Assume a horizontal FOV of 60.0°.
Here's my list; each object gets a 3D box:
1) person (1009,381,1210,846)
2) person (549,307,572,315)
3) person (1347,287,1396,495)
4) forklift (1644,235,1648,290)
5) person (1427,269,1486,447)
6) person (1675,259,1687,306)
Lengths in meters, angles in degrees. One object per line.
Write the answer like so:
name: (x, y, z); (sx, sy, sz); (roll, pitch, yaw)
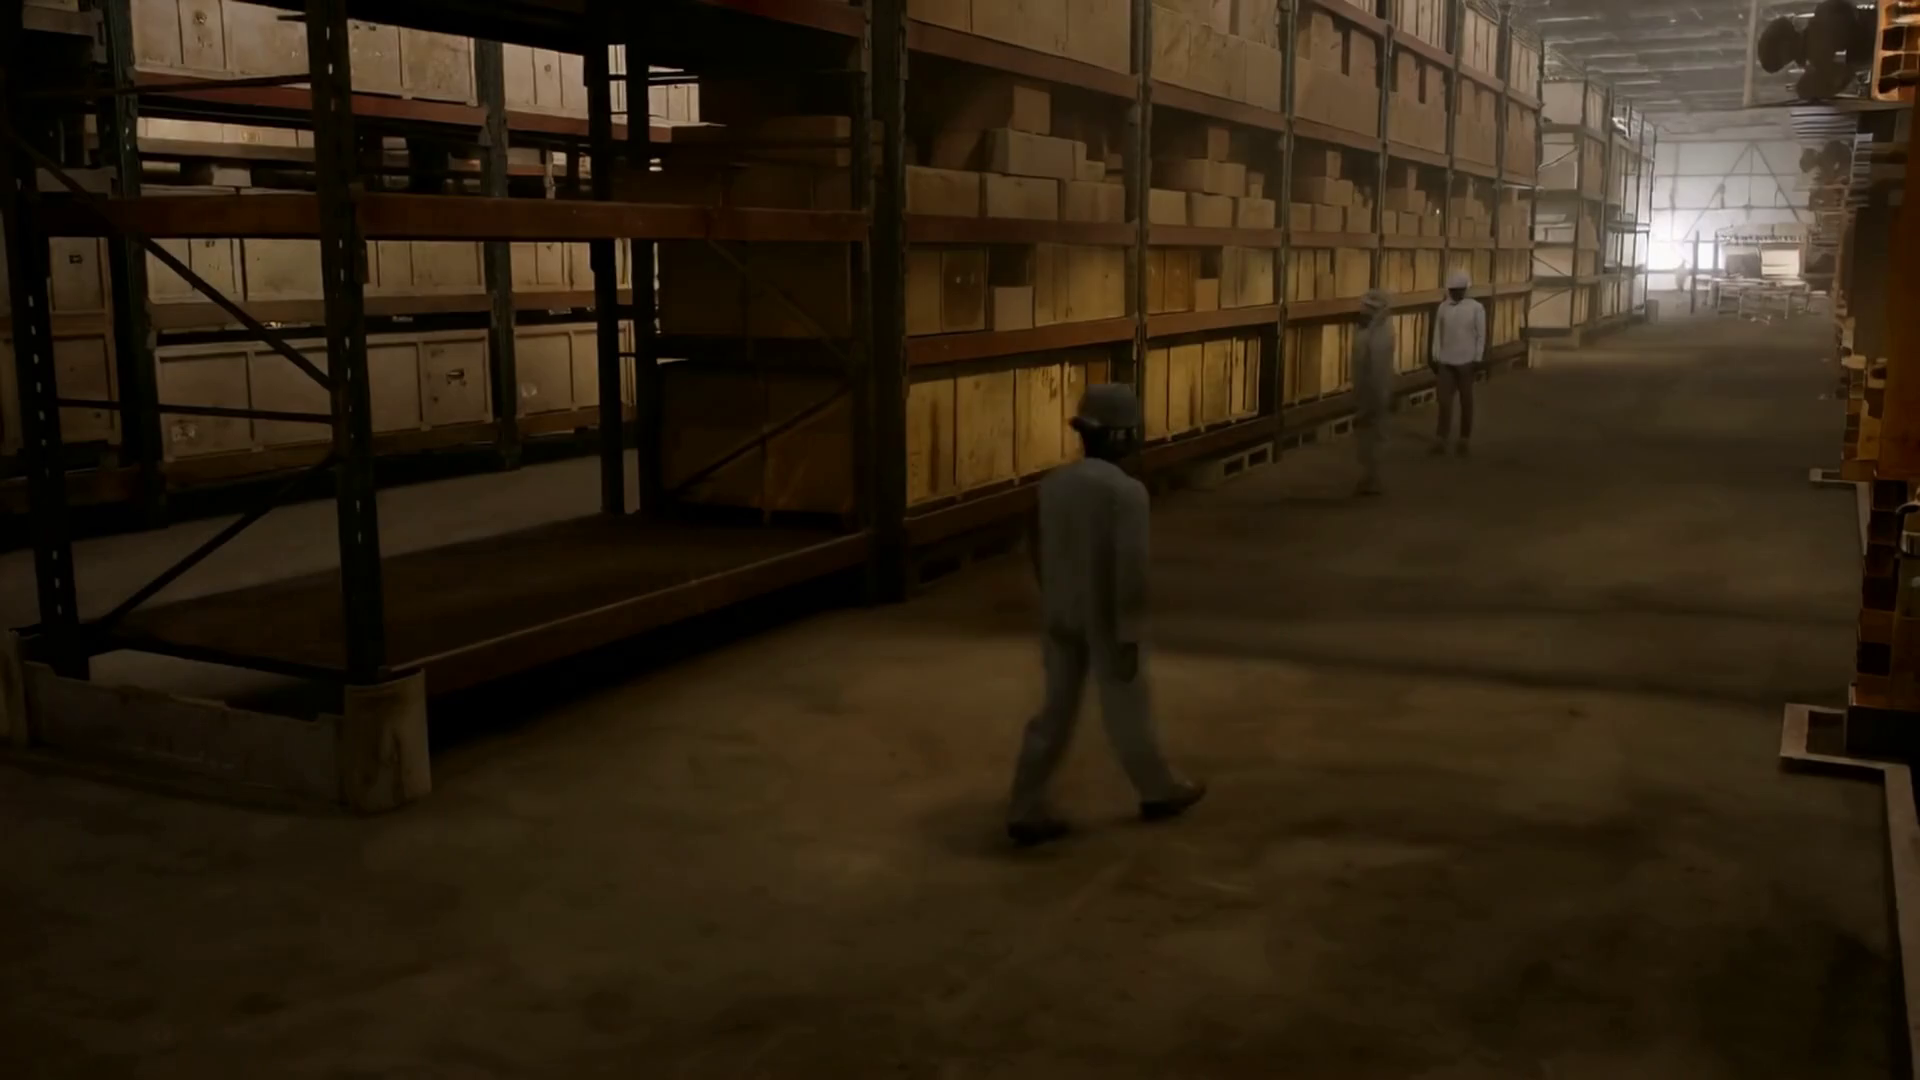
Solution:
person: (0.541, 0.268, 6.179); (0.893, 1.702, 0.607); (-8, 12, -38)
person: (-5.678, -2.759, 23.660); (0.503, 1.715, 0.683); (4, 10, 20)
person: (3.689, -1.337, 15.031); (0.400, 1.878, 0.789); (1, 10, 7)
forklift: (24.602, -9.774, 60.931); (1.129, 2.768, 1.873); (5, 11, 27)
person: (5.594, -2.037, 18.714); (0.392, 1.991, 0.613); (-8, 13, -39)
person: (29.401, -10.484, 67.764); (0.368, 1.939, 0.632); (0, 10, 0)
